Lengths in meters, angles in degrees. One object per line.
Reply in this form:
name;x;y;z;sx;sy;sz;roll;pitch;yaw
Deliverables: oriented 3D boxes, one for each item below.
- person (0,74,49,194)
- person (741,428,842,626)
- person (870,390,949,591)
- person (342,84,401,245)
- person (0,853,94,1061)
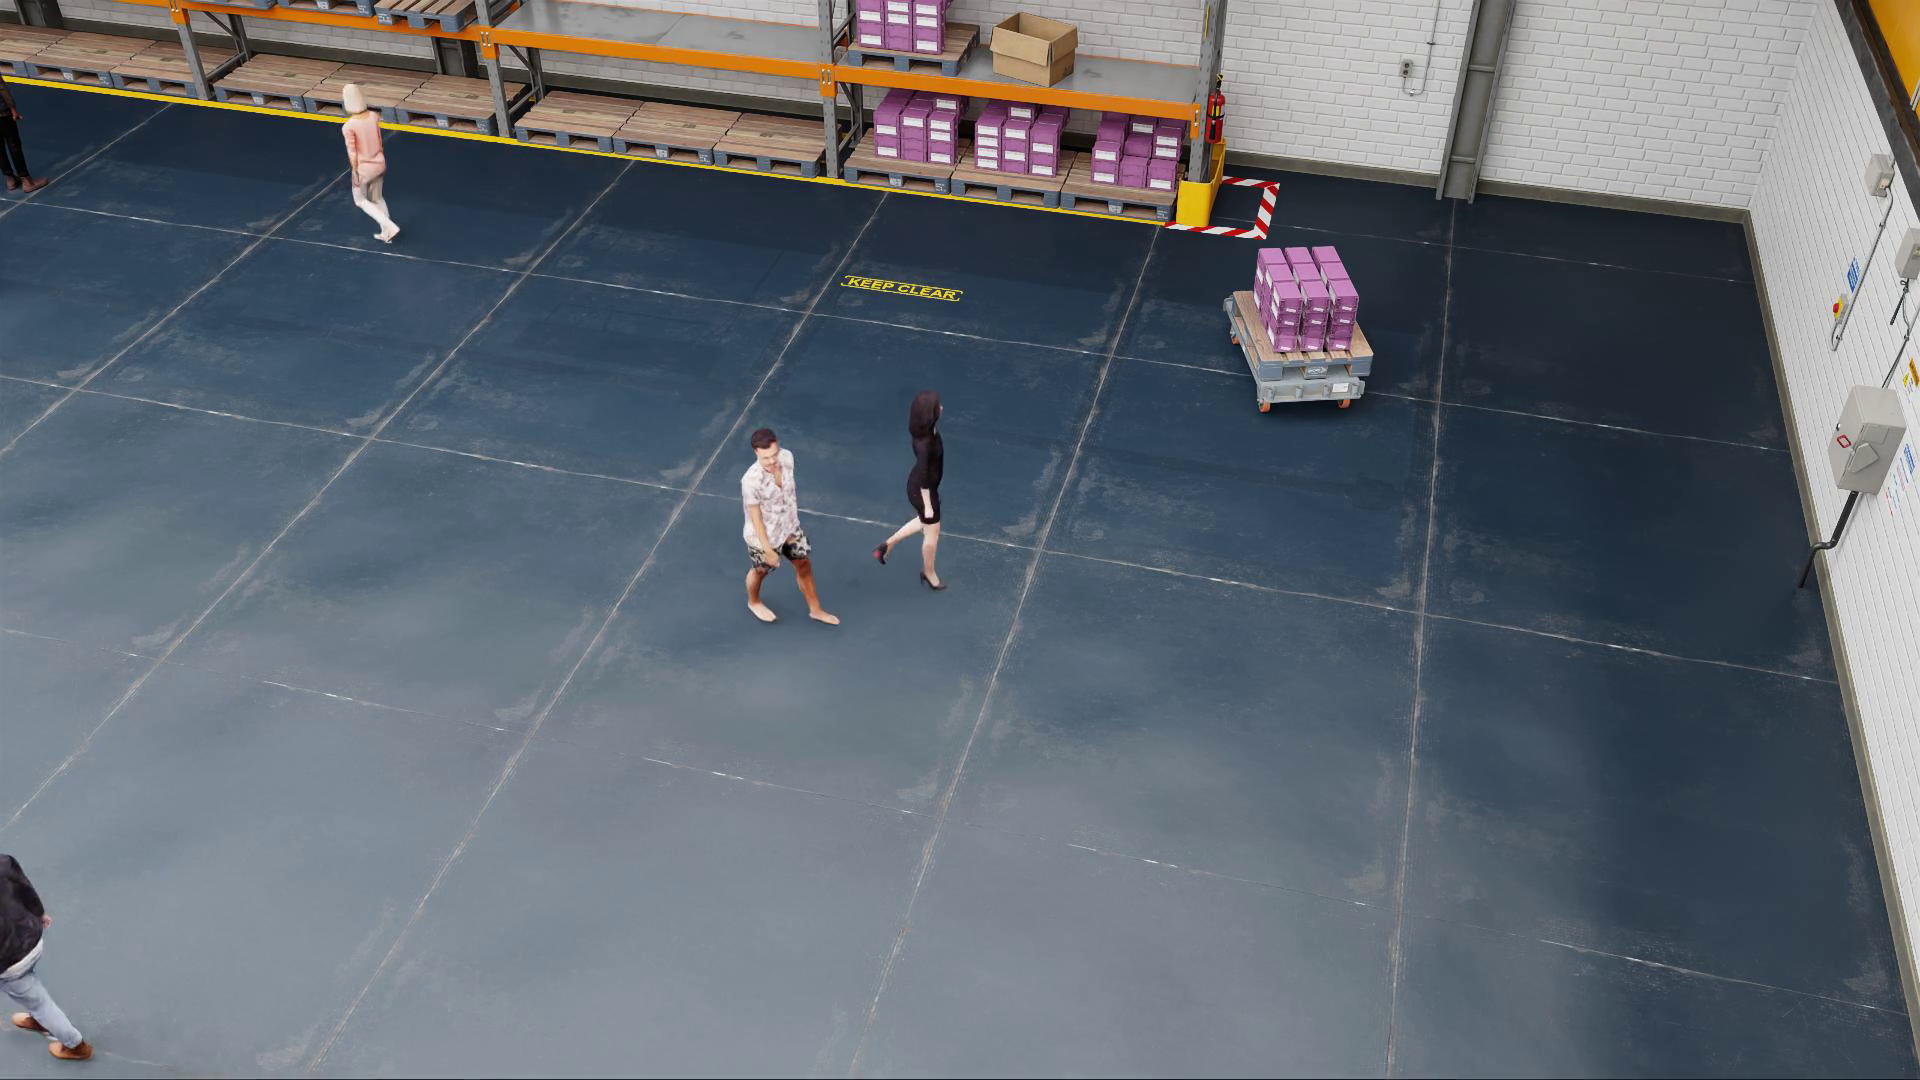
person;-10.295;-4.602;17.722;0.529;1.836;0.766;13;40;16
person;-1.441;-0.121;12.155;1.095;1.782;0.929;27;46;30
person;-0.349;-0.340;12.418;0.897;1.794;0.726;-1;39;-1
person;-5.889;-3.727;16.728;0.745;1.709;0.678;18;42;21
person;-5.127;2.273;9.125;0.821;1.821;0.705;7;39;8
